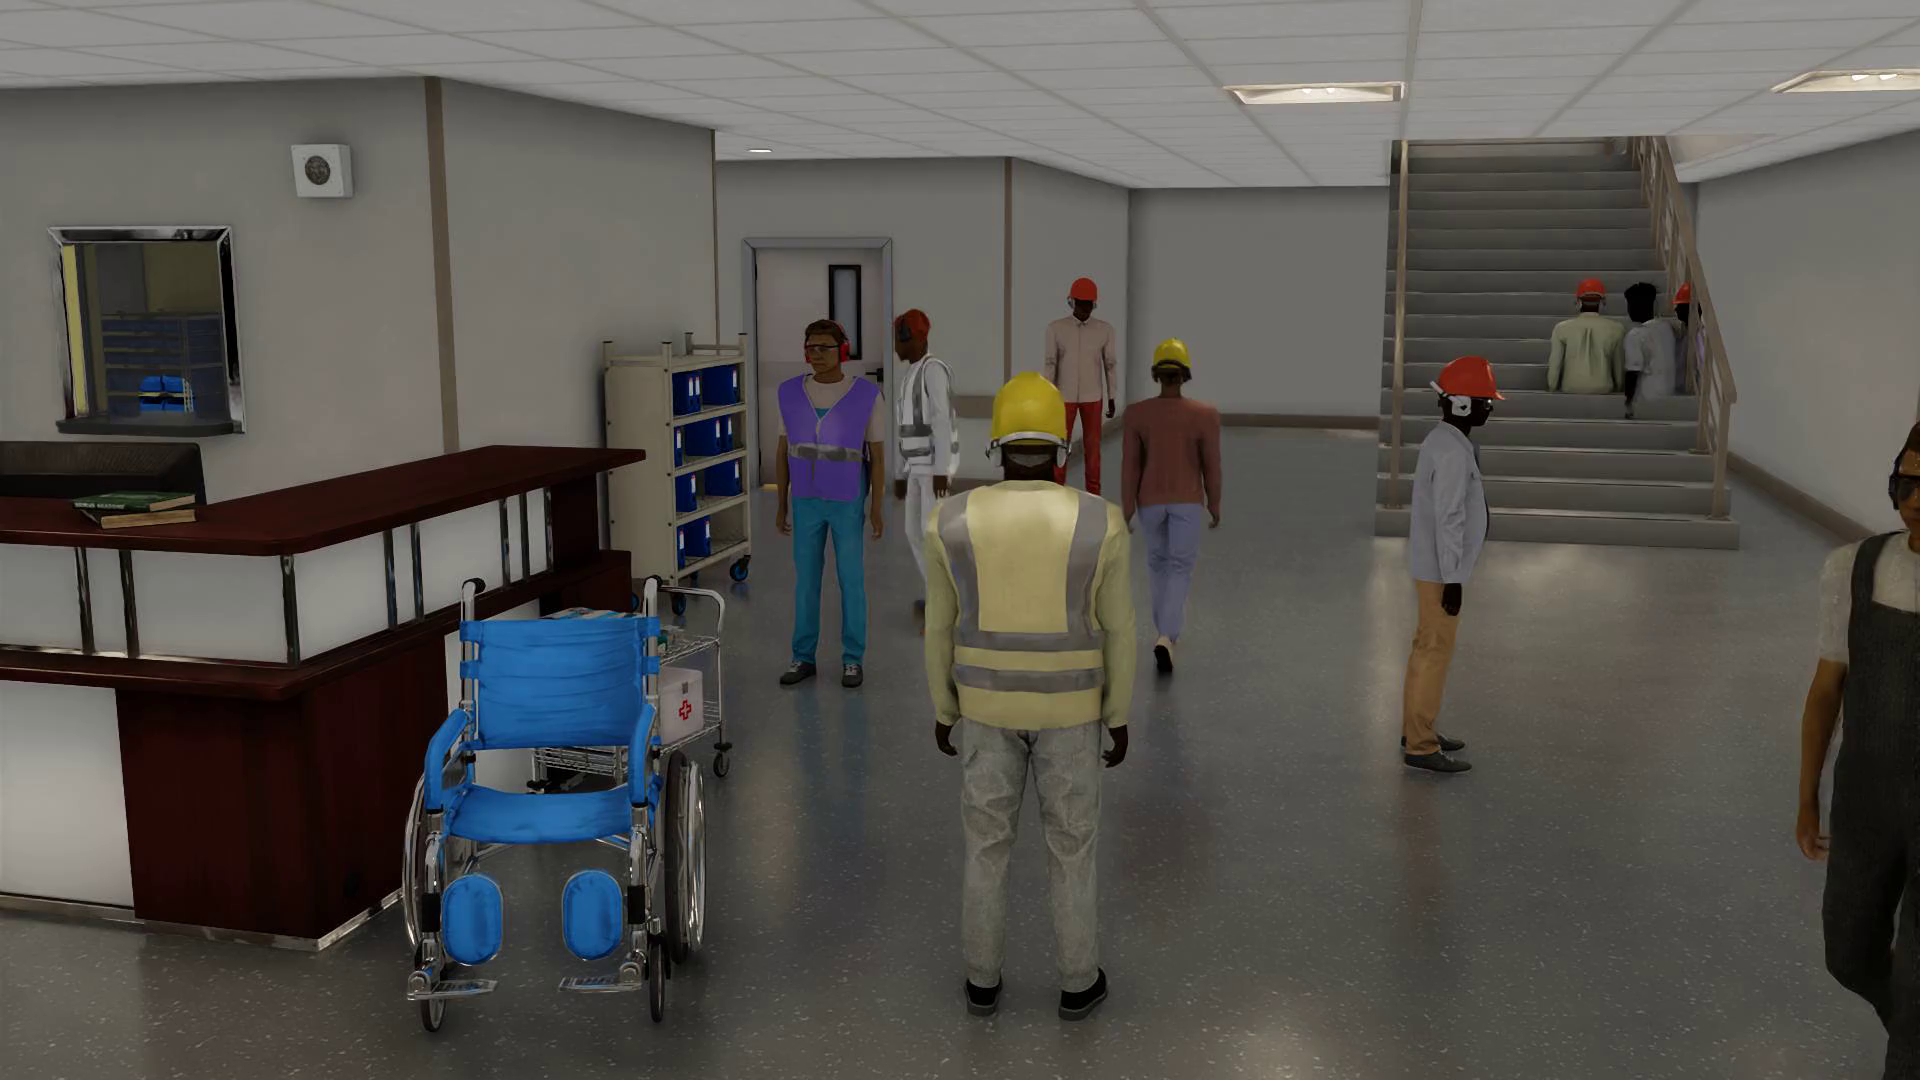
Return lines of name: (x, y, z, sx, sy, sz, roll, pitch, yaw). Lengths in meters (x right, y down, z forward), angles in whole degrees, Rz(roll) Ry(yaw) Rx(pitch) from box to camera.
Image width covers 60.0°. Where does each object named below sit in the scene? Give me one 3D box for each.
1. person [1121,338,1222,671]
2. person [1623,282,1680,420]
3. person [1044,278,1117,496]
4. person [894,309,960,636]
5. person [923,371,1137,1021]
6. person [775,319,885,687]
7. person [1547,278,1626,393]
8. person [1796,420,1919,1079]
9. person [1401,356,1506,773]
person: (1.100, -0.198, 8.799, 0.519, 1.737, 0.870, 3, 10, 18)
person: (5.754, -1.174, 13.921, 0.633, 1.939, 0.480, -6, 11, -31)
person: (1.025, -1.228, 14.149, 0.628, 1.982, 0.430, -1, 10, -3)
person: (-0.182, -0.395, 9.607, 0.351, 1.857, 0.670, -3, 10, -20)
person: (0.199, 0.448, 4.675, 0.590, 1.837, 0.403, 2, 10, 9)
person: (-0.649, -0.184, 8.368, 0.564, 1.847, 0.396, 2, 10, 14)
person: (5.330, -1.235, 14.175, 0.624, 1.975, 0.435, 3, 10, 19)
person: (2.204, 0.607, 3.796, 0.766, 1.826, 0.512, -8, 13, -41)
person: (2.077, 0.098, 7.014, 0.361, 1.742, 0.563, 2, 10, 12)
